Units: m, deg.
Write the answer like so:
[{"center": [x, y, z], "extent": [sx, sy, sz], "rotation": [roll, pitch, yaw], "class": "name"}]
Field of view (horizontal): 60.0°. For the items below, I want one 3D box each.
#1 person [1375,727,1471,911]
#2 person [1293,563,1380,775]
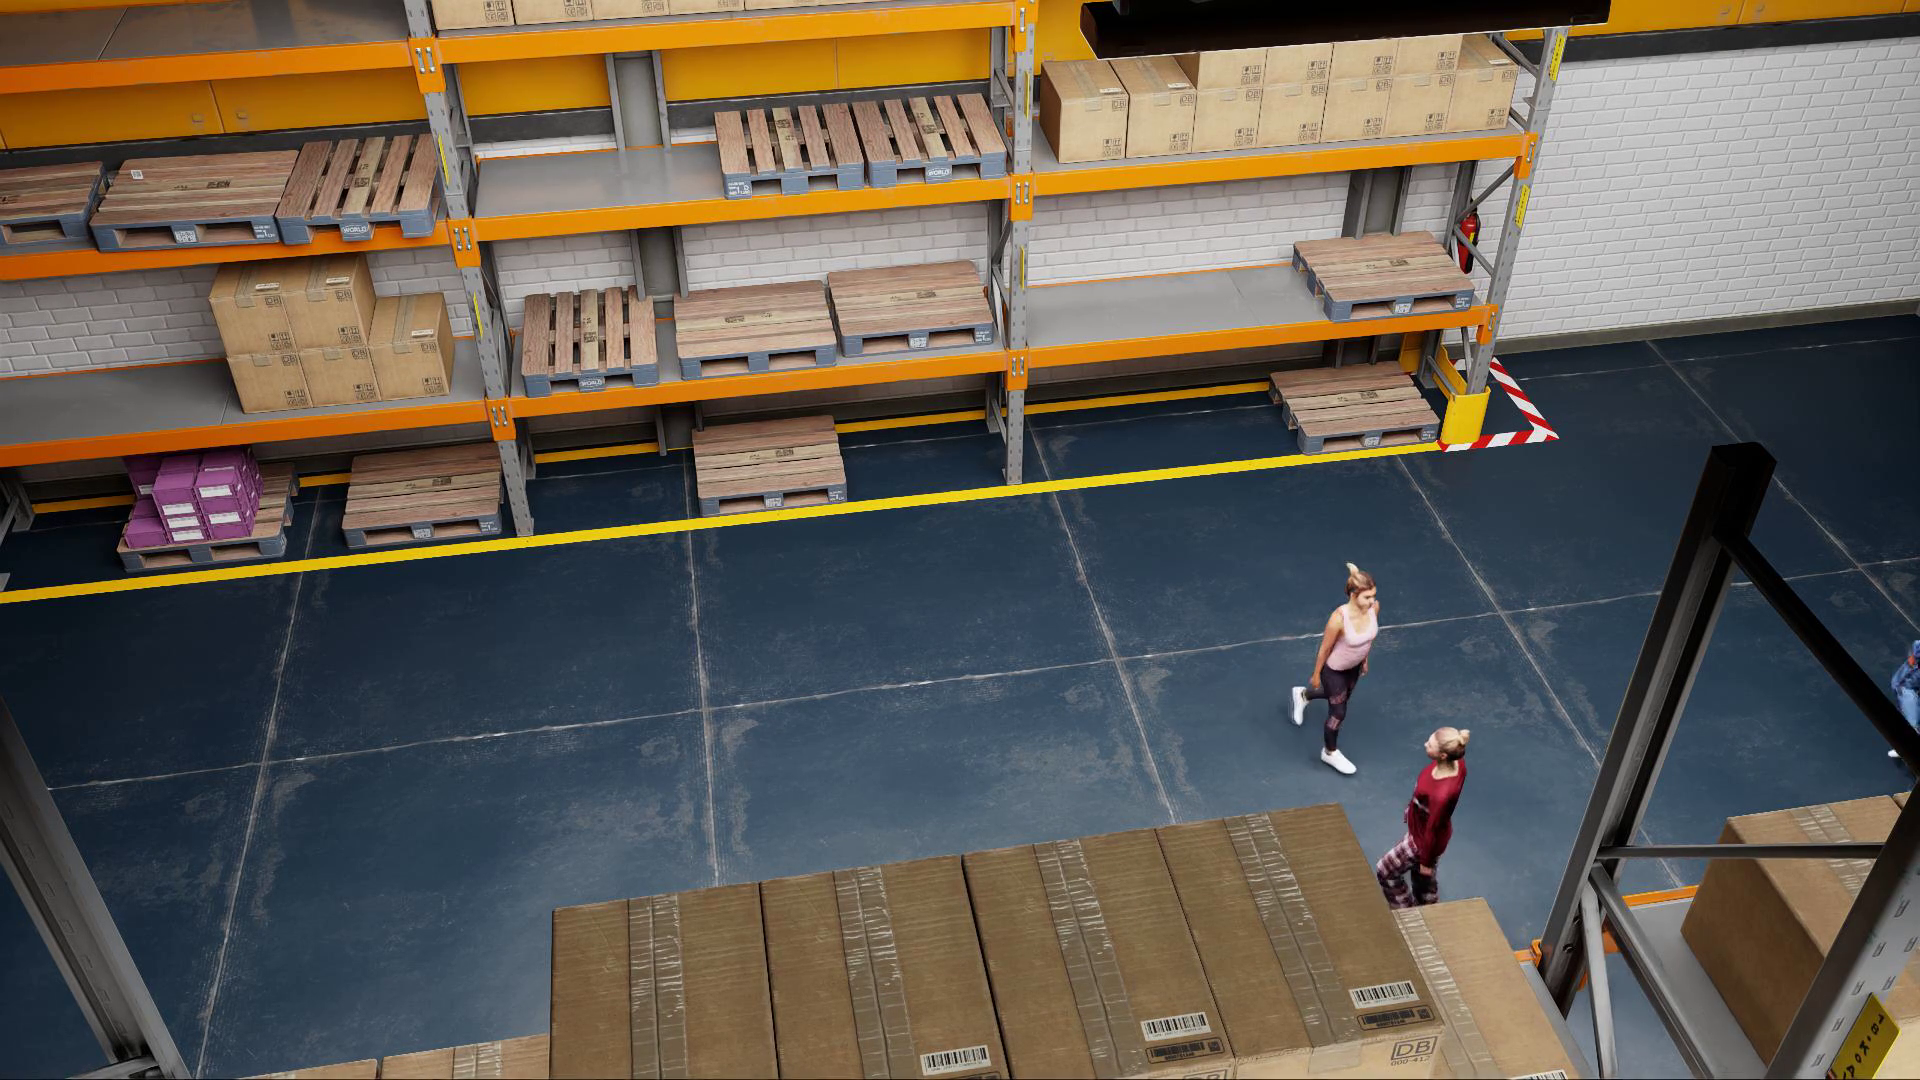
[{"center": [2.815, 1.744, 9.745], "extent": [0.814, 1.689, 0.764], "rotation": [18, 42, 21], "class": "person"}, {"center": [2.471, 0.775, 11.007], "extent": [0.958, 1.629, 0.878], "rotation": [-20, 43, -23], "class": "person"}]
